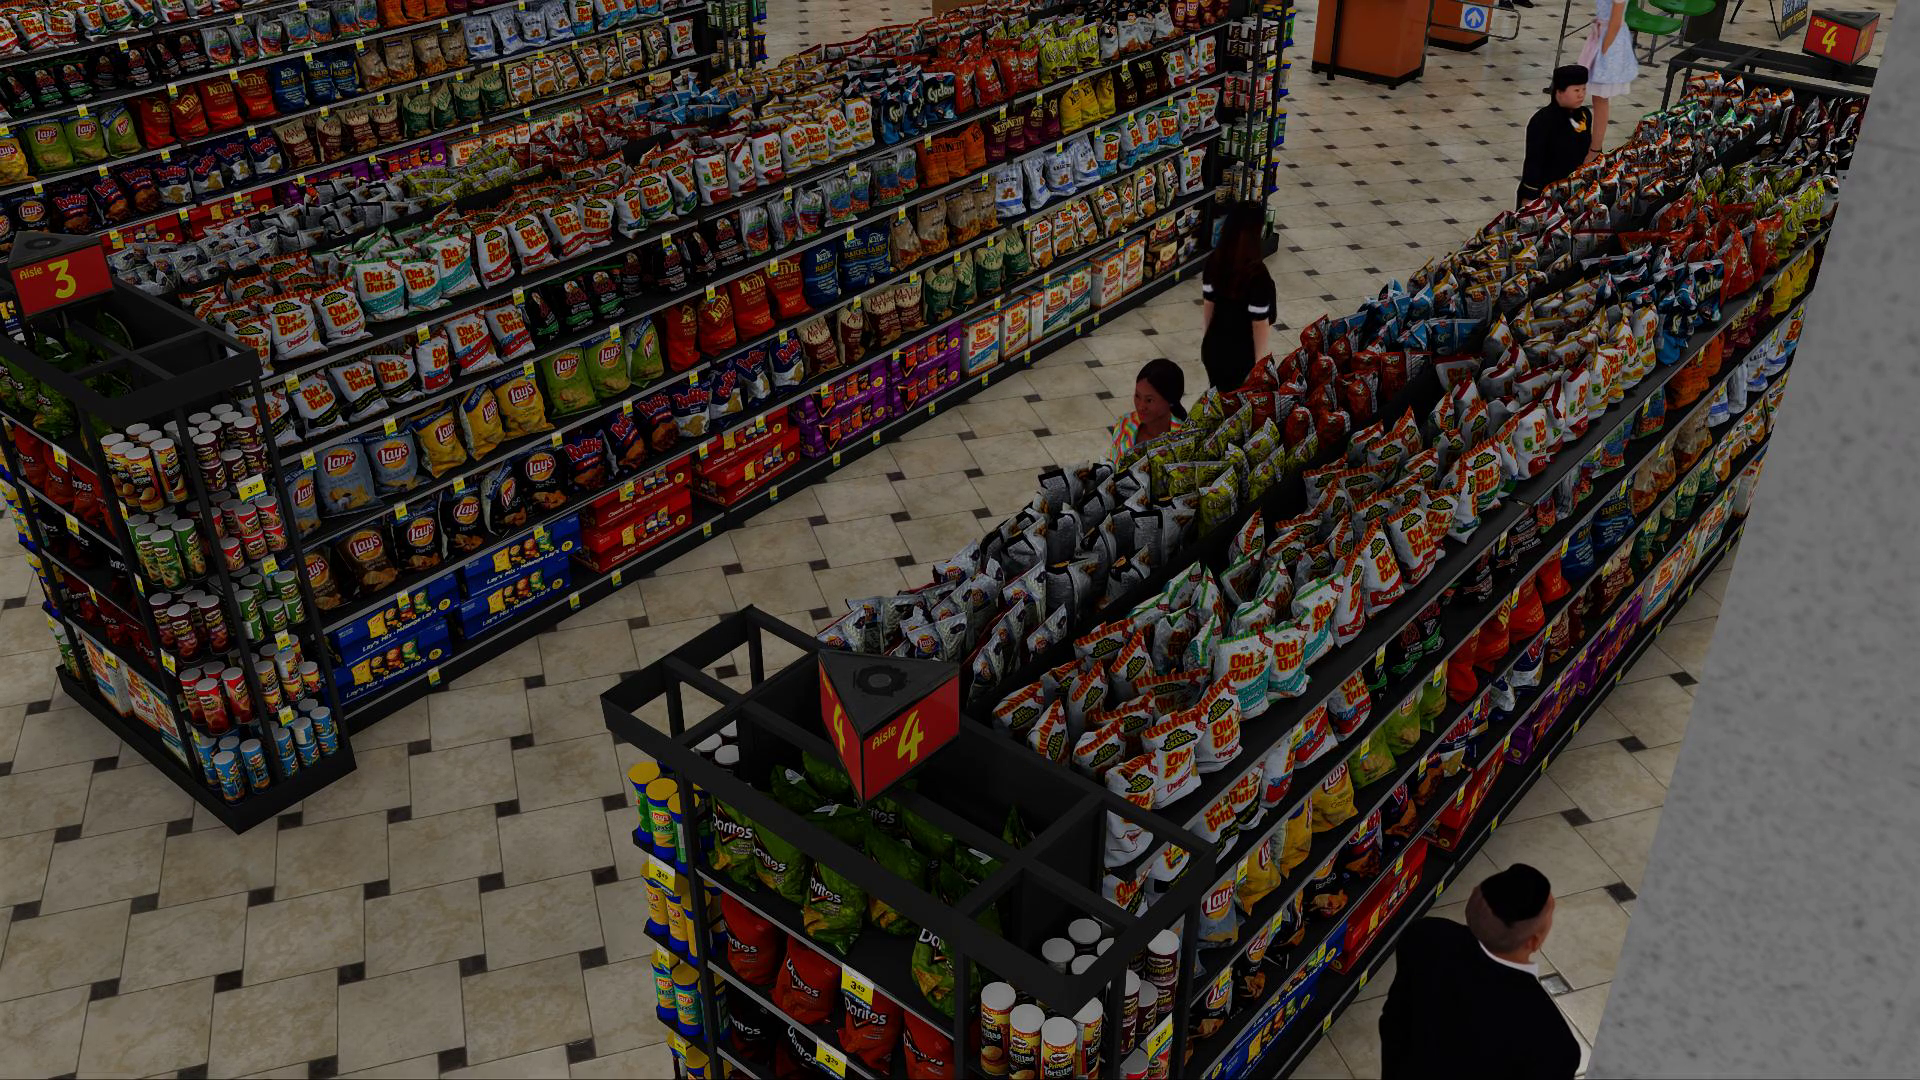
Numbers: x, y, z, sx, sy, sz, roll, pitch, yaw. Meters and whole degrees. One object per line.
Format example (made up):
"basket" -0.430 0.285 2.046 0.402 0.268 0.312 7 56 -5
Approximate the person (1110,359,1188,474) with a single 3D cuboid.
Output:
"person" 0.791 0.057 6.955 0.624 1.792 0.568 18 36 27

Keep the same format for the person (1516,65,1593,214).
"person" 3.804 -2.232 10.747 0.671 1.671 0.832 -19 37 -28

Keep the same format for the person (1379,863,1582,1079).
"person" 1.312 1.555 4.397 0.680 1.950 0.767 -21 37 -30

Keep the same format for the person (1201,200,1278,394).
"person" 1.395 -0.972 8.766 0.665 1.626 0.669 -23 39 -32

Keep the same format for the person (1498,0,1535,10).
"person" 6.023 -6.588 17.609 0.685 1.820 0.810 -11 34 -17

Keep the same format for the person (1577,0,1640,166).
"person" 5.145 -3.869 13.243 0.865 1.815 0.779 11 33 17
